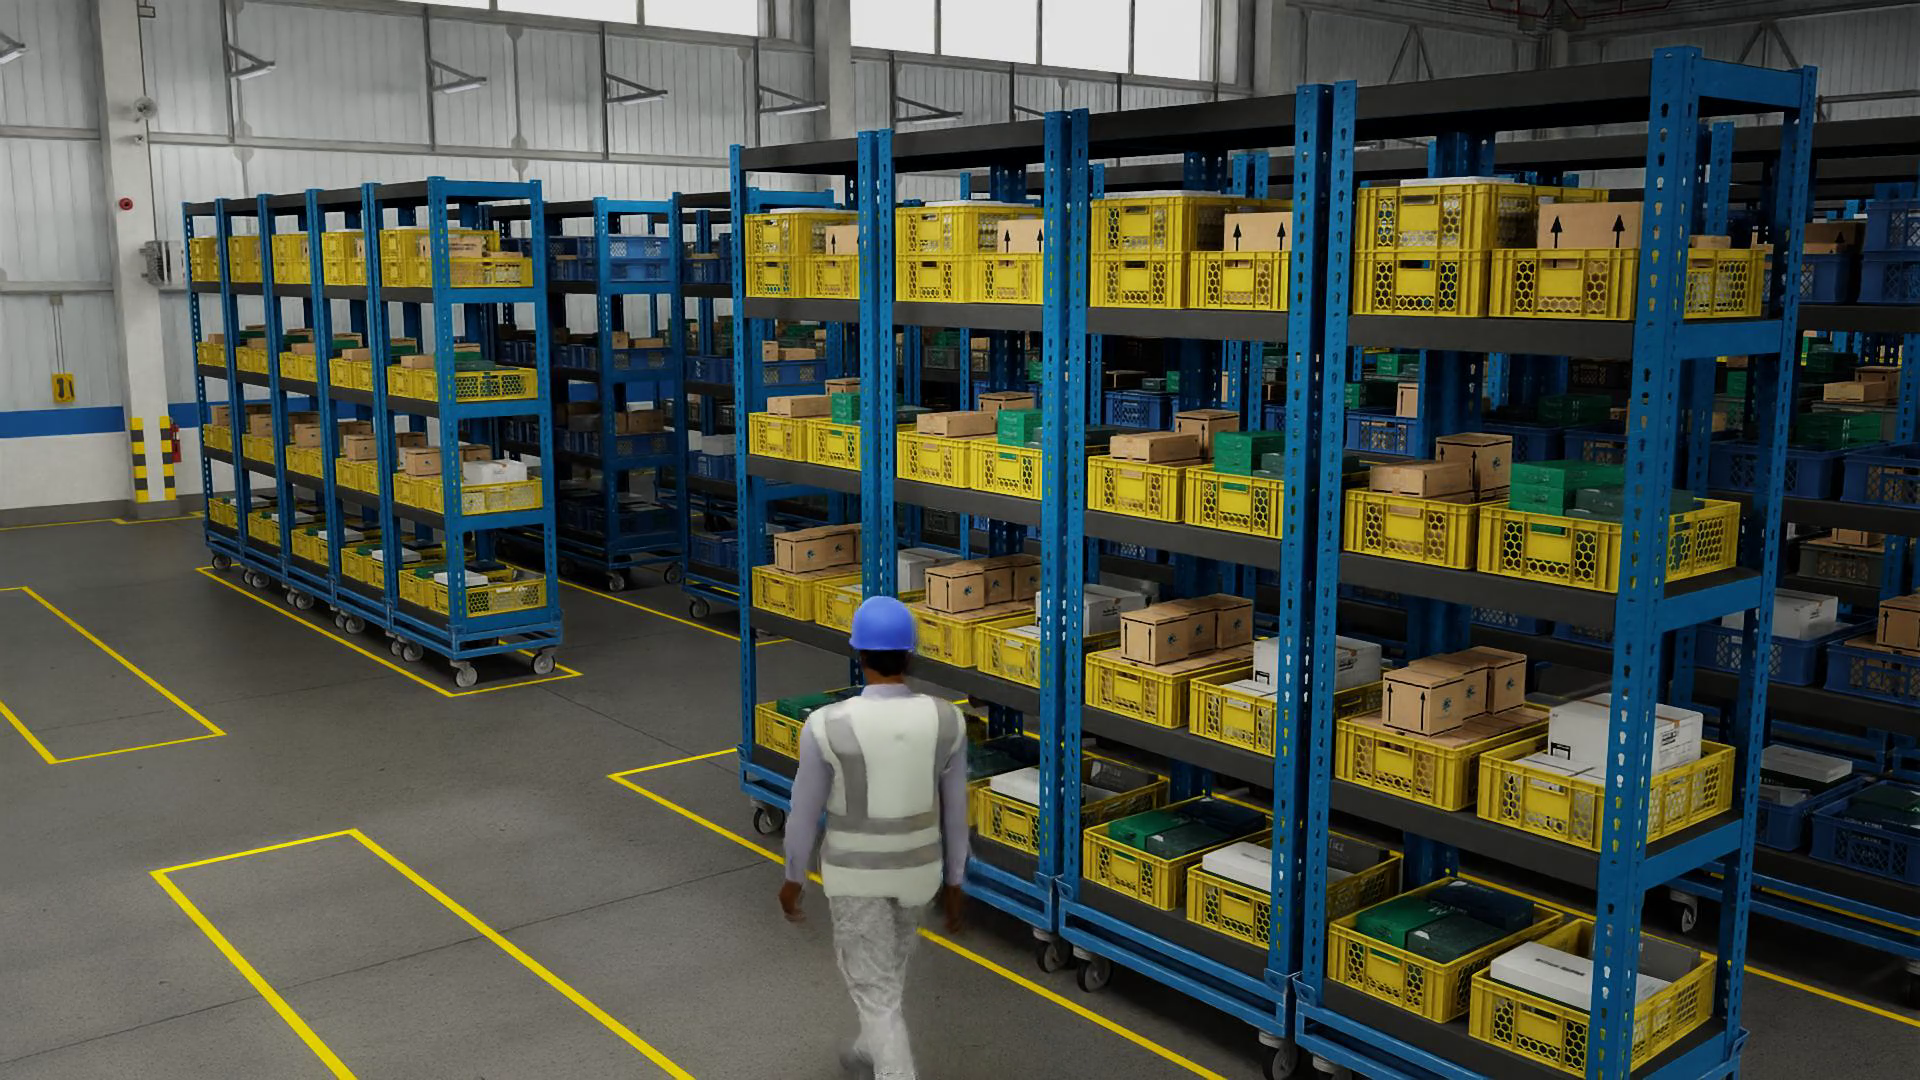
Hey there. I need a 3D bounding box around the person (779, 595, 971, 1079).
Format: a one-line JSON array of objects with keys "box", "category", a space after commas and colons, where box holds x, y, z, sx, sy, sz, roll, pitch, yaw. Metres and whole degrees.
[{"box": [-0.263, 1.137, 5.683, 0.610, 1.902, 0.996, -5, 11, -27], "category": "person"}]

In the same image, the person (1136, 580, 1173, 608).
[{"box": [1.766, -0.269, 14.469, 0.585, 1.806, 0.865, 9, 13, 43], "category": "person"}]

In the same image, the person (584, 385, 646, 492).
[{"box": [-3.747, -0.833, 17.886, 0.992, 1.791, 0.572, 8, 12, 40], "category": "person"}]
